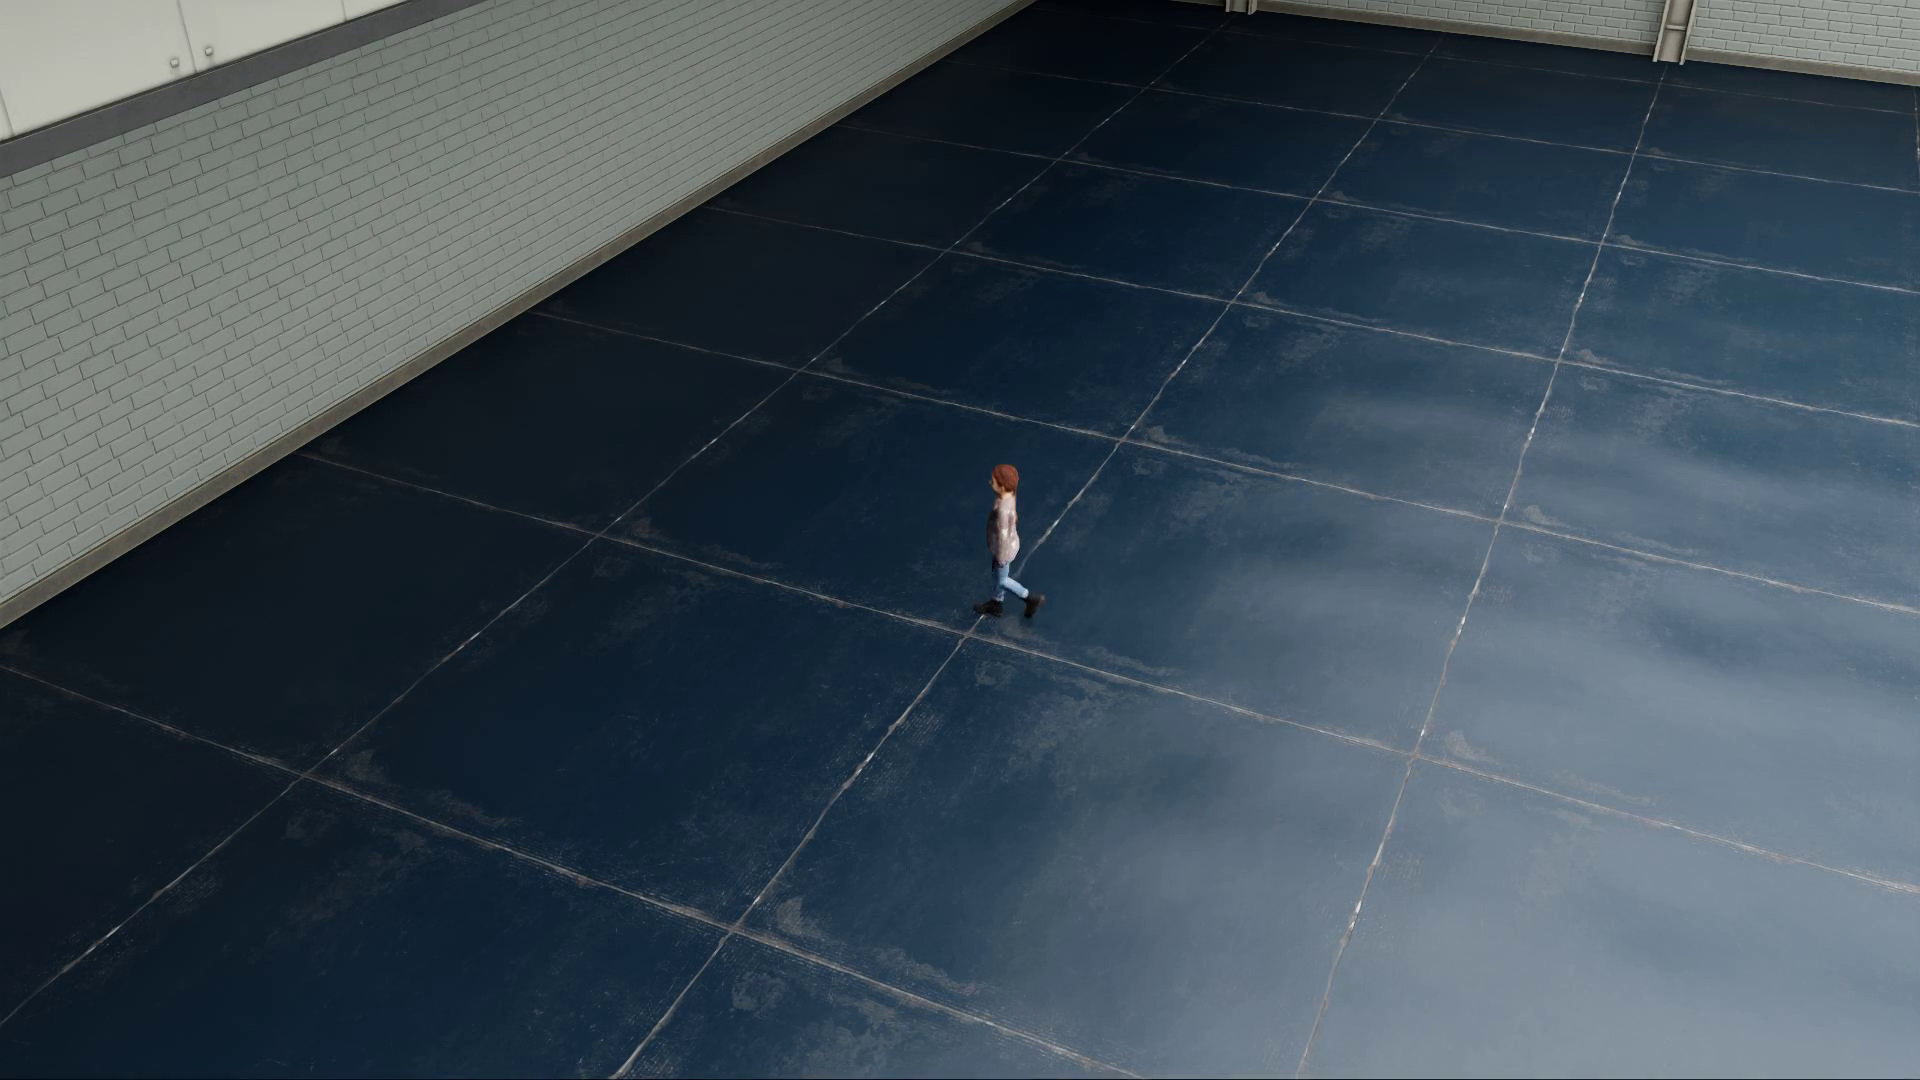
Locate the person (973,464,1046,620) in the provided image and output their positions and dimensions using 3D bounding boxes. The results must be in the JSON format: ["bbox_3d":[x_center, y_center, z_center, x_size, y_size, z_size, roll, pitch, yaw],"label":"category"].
[{"bbox_3d":[0.331,0.032,11.052,0.767,1.185,0.583,6,33,10],"label":"person"}]
